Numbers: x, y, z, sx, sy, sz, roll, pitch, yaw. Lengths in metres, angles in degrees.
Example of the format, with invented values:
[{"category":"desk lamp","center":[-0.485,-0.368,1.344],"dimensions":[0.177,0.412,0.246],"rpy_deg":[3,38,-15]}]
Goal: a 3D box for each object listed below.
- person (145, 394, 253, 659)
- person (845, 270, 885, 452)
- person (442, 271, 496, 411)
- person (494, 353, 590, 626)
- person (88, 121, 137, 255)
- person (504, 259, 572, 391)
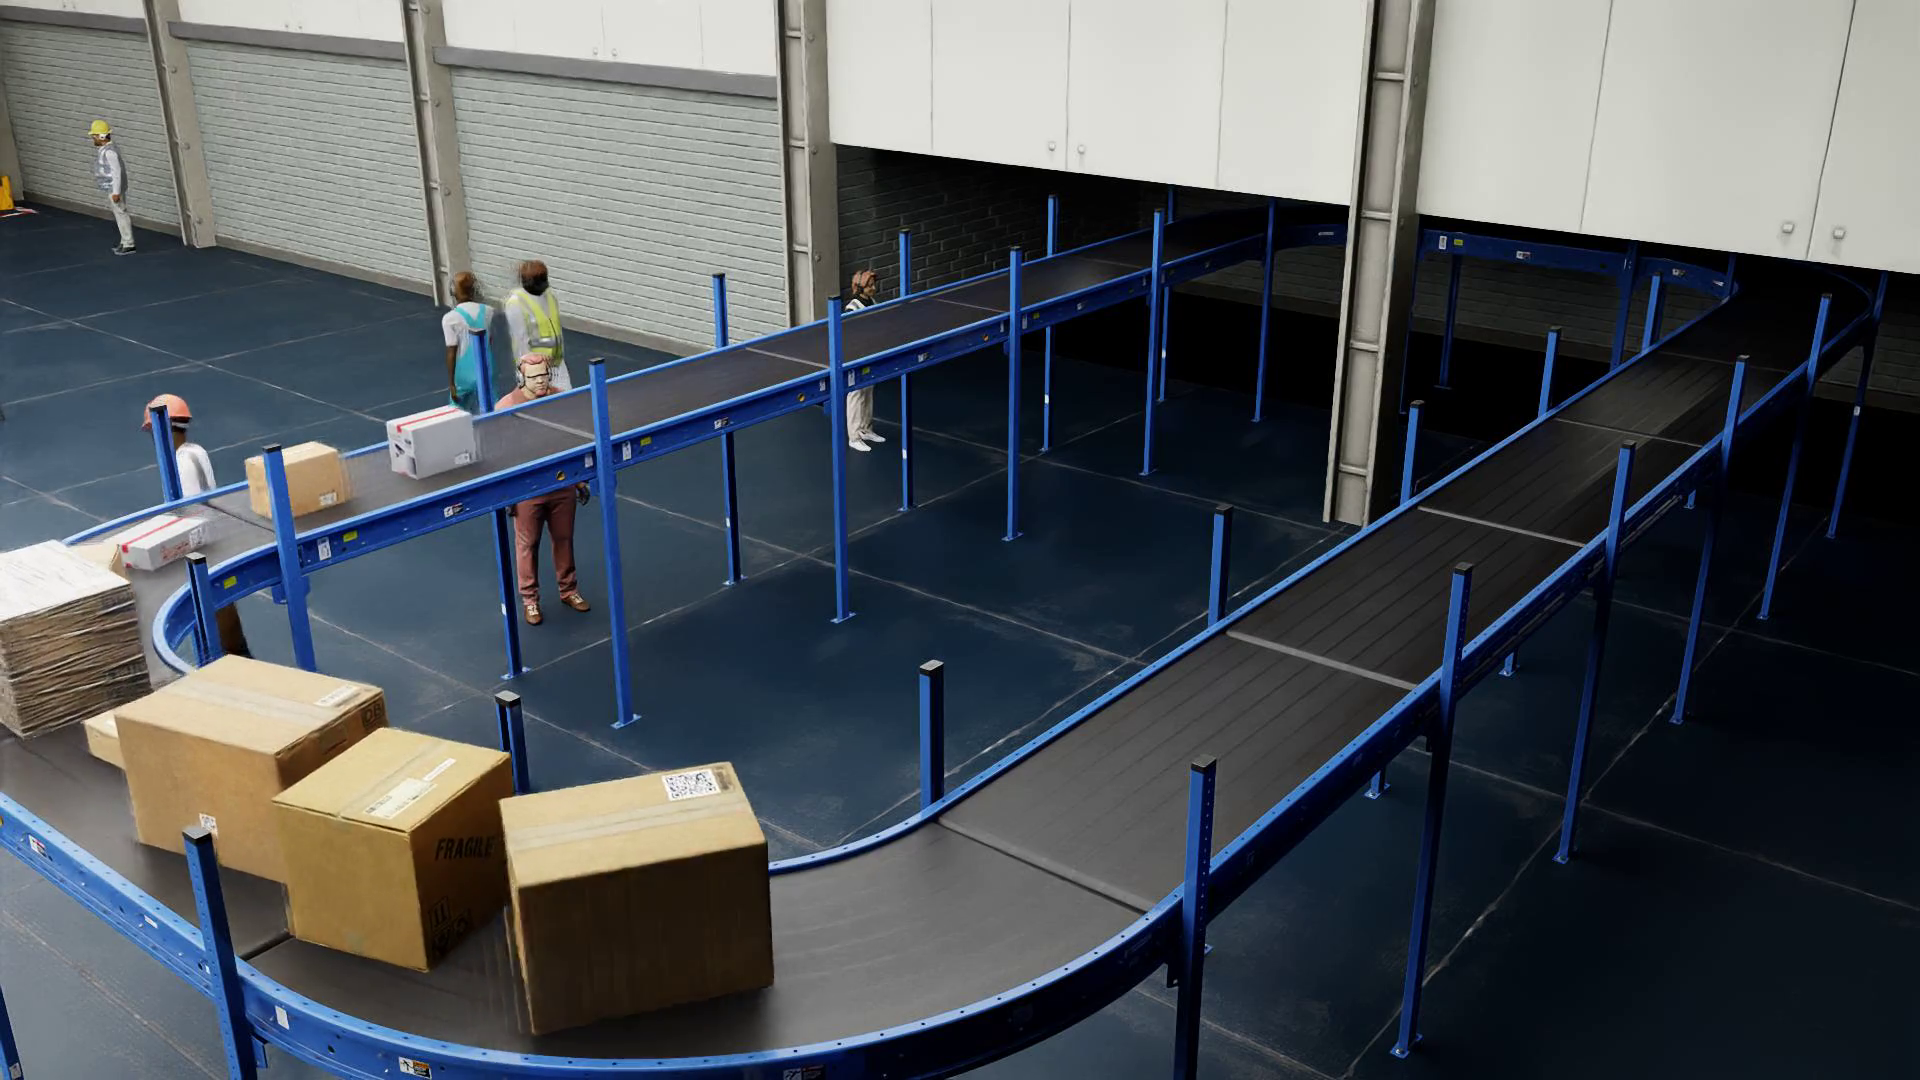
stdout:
[{"category":"person","center":[-4.829,0.043,10.513],"dimensions":[0.381,1.893,0.670],"rpy_deg":[-7,23,-17]},{"category":"person","center":[-0.870,-1.639,15.109],"dimensions":[0.311,1.642,0.512],"rpy_deg":[9,23,23]},{"category":"person","center":[-4.246,-1.420,14.333],"dimensions":[0.865,1.797,0.519],"rpy_deg":[19,29,40]},{"category":"person","center":[-2.873,-0.367,11.520],"dimensions":[0.639,1.910,0.407],"rpy_deg":[-15,26,-33]},{"category":"person","center":[-11.791,-4.903,23.144],"dimensions":[0.403,1.830,0.598],"rpy_deg":[-12,24,-27]},{"category":"person","center":[-3.670,-1.552,14.649],"dimensions":[0.520,1.831,0.678],"rpy_deg":[10,24,25]}]
